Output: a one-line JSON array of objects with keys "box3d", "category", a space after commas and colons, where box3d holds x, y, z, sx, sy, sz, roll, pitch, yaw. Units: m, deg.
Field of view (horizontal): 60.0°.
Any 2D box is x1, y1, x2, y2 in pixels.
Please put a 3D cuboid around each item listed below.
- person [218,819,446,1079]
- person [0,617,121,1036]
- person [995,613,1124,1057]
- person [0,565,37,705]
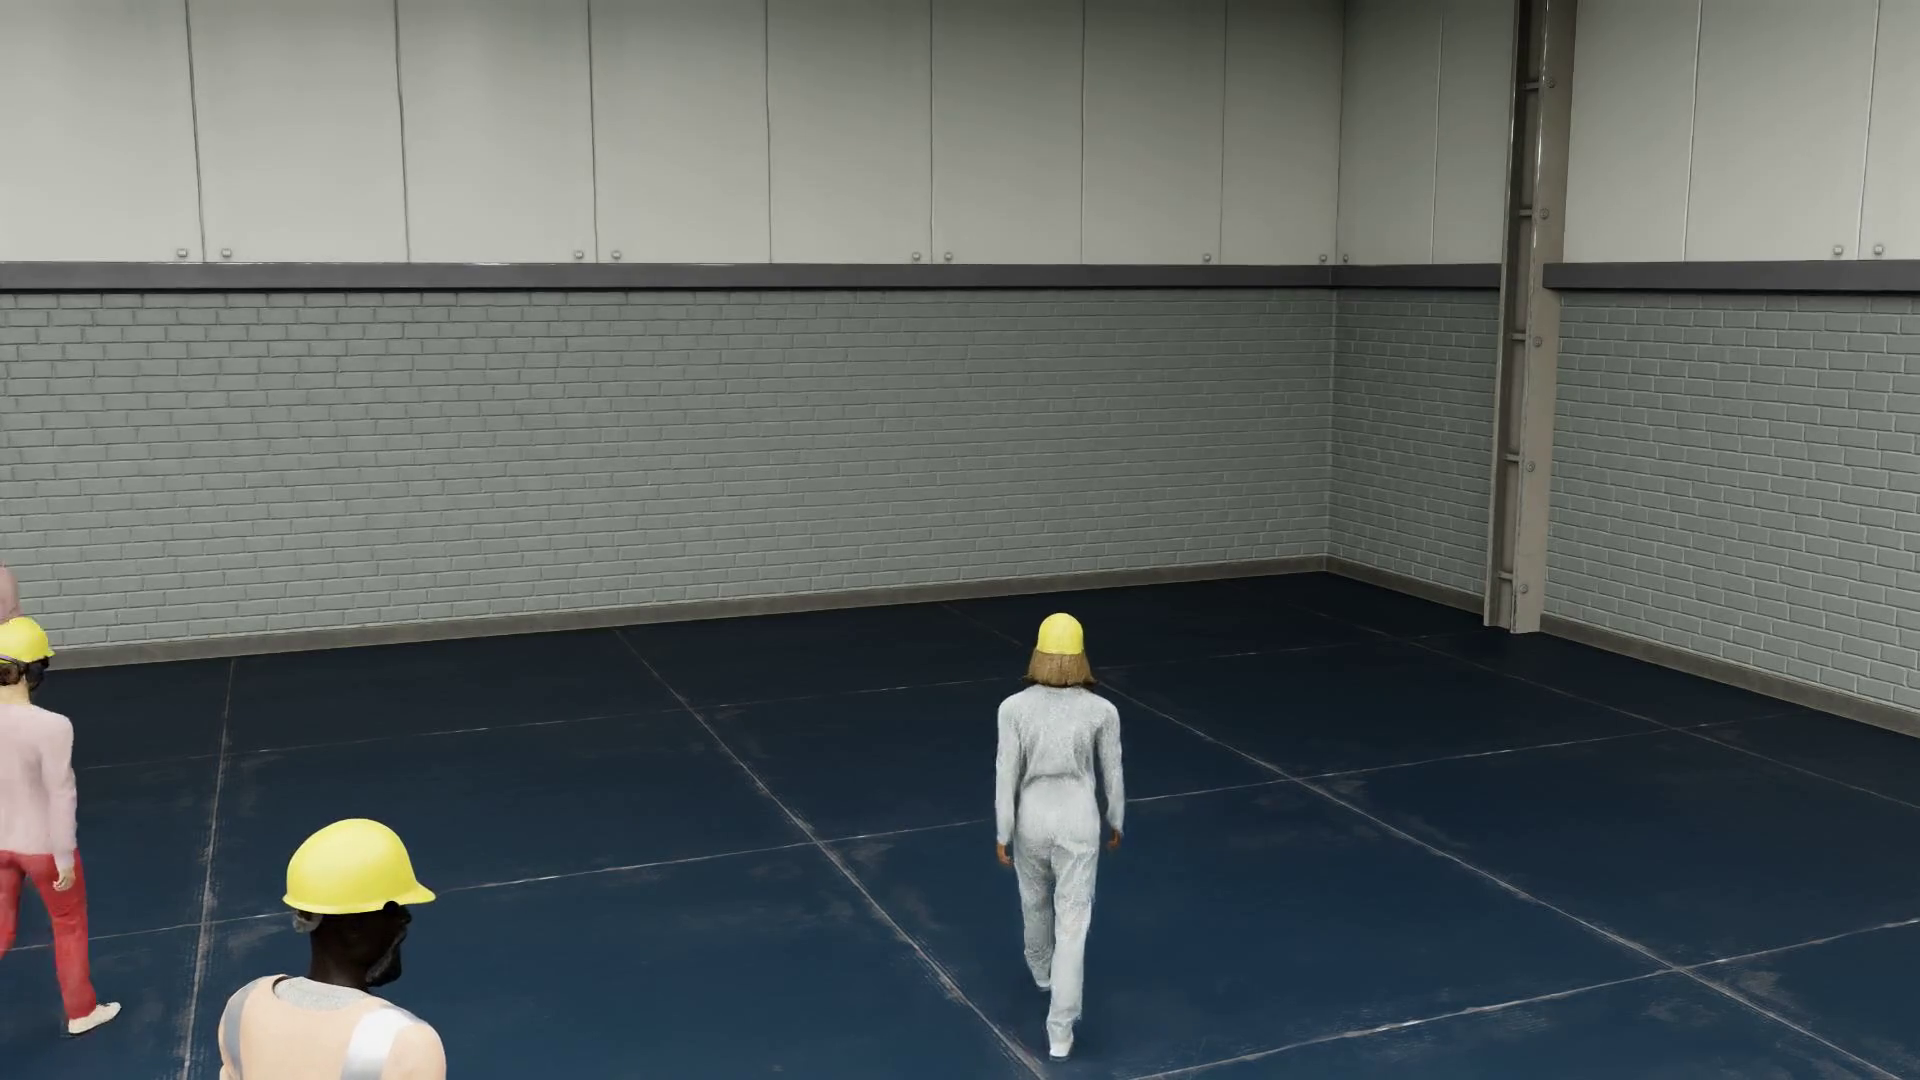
[{"box3d": [-1.263, 1.528, 3.492, 0.589, 1.923, 0.383, 5, 10, 26], "category": "person"}, {"box3d": [-3.614, 1.164, 6.347, 0.527, 1.738, 0.804, 2, 9, 11], "category": "person"}, {"box3d": [0.405, 1.127, 6.708, 0.509, 1.689, 0.906, 1, 9, 4], "category": "person"}, {"box3d": [-5.206, 0.745, 8.648, 0.693, 1.857, 0.967, -5, 11, -31], "category": "person"}]
